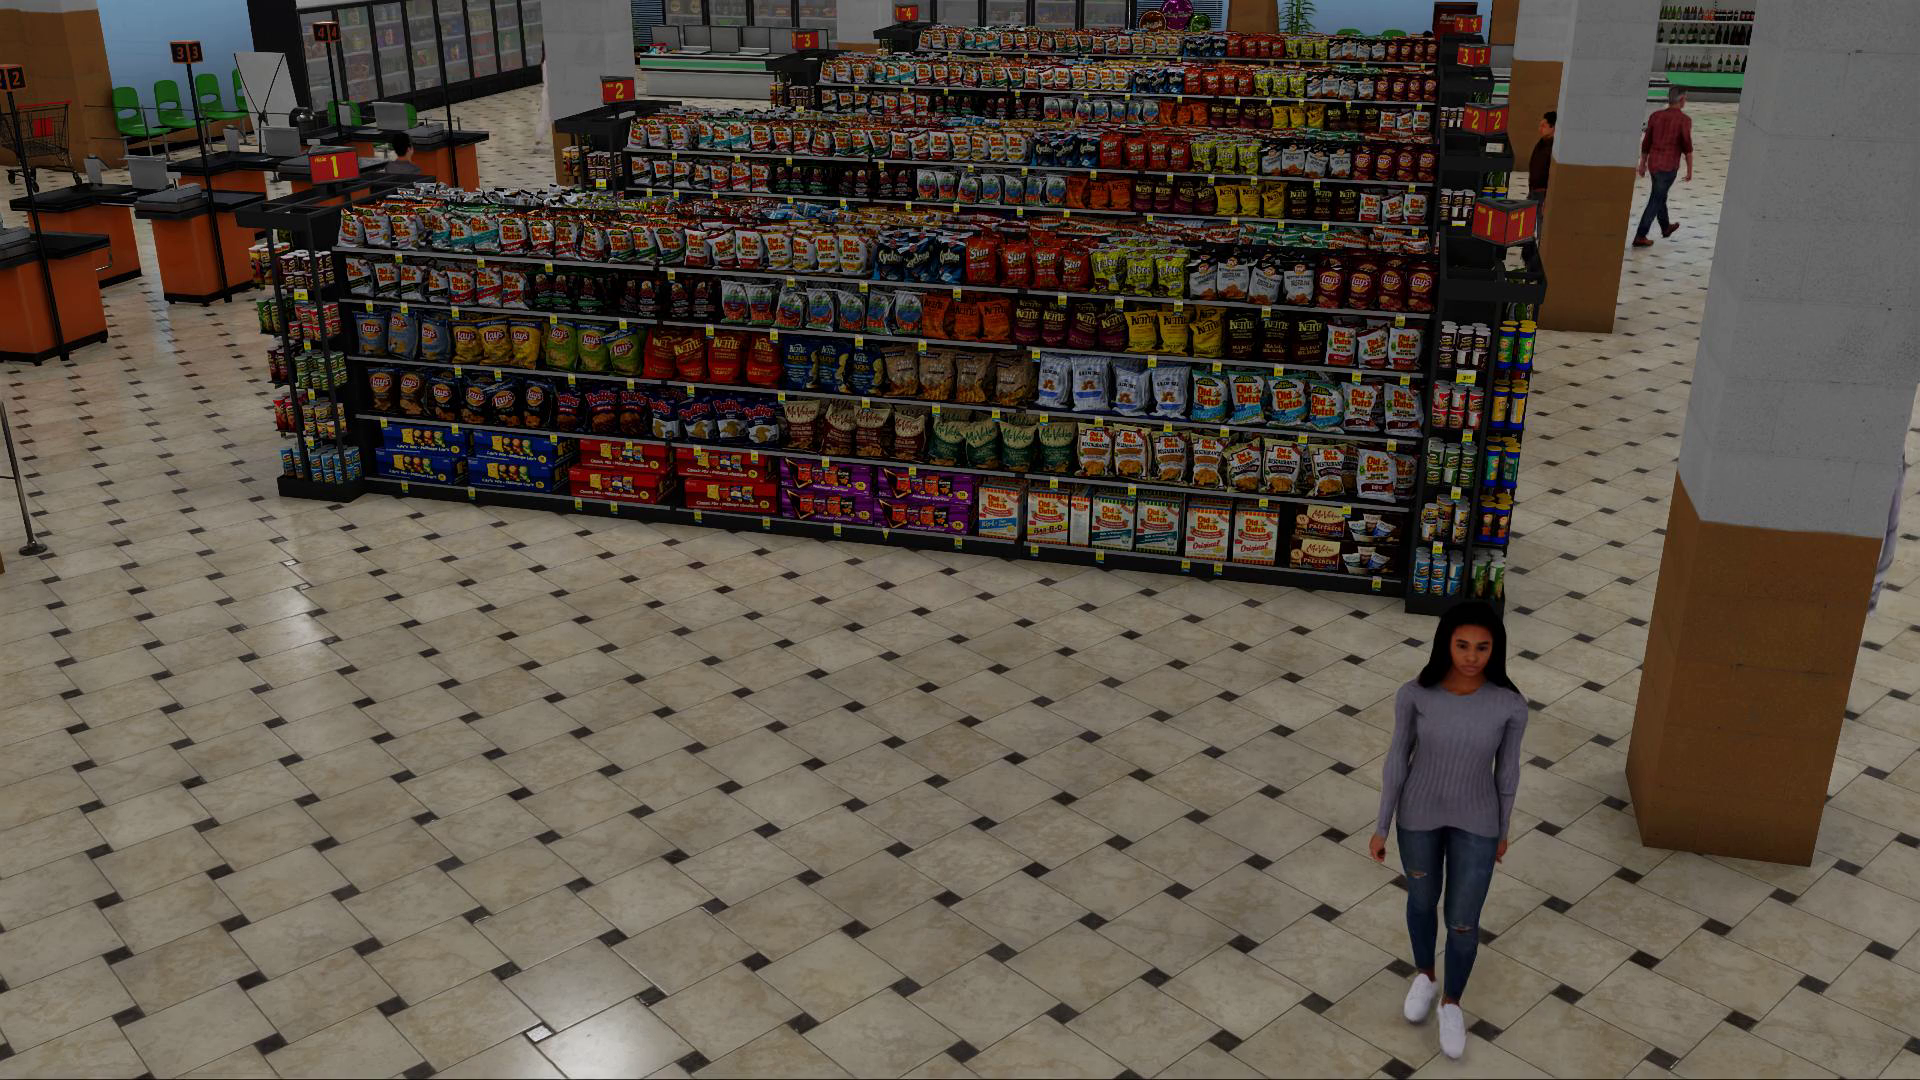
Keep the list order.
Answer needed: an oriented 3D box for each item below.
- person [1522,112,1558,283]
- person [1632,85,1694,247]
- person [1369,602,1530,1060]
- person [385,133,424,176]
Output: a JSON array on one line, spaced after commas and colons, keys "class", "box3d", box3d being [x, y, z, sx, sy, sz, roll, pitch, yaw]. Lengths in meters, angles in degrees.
[{"class": "person", "box3d": [6.153, -3.567, 17.367, 0.755, 1.773, 0.764, -4, 22, -11]}, {"class": "person", "box3d": [7.989, -4.248, 19.036, 1.243, 1.792, 1.178, -12, 25, -28]}, {"class": "person", "box3d": [1.792, 0.990, 6.097, 0.648, 1.720, 0.731, 10, 24, 22]}, {"class": "person", "box3d": [-5.356, -3.024, 16.067, 1.080, 1.736, 0.778, 8, 23, 20]}]
